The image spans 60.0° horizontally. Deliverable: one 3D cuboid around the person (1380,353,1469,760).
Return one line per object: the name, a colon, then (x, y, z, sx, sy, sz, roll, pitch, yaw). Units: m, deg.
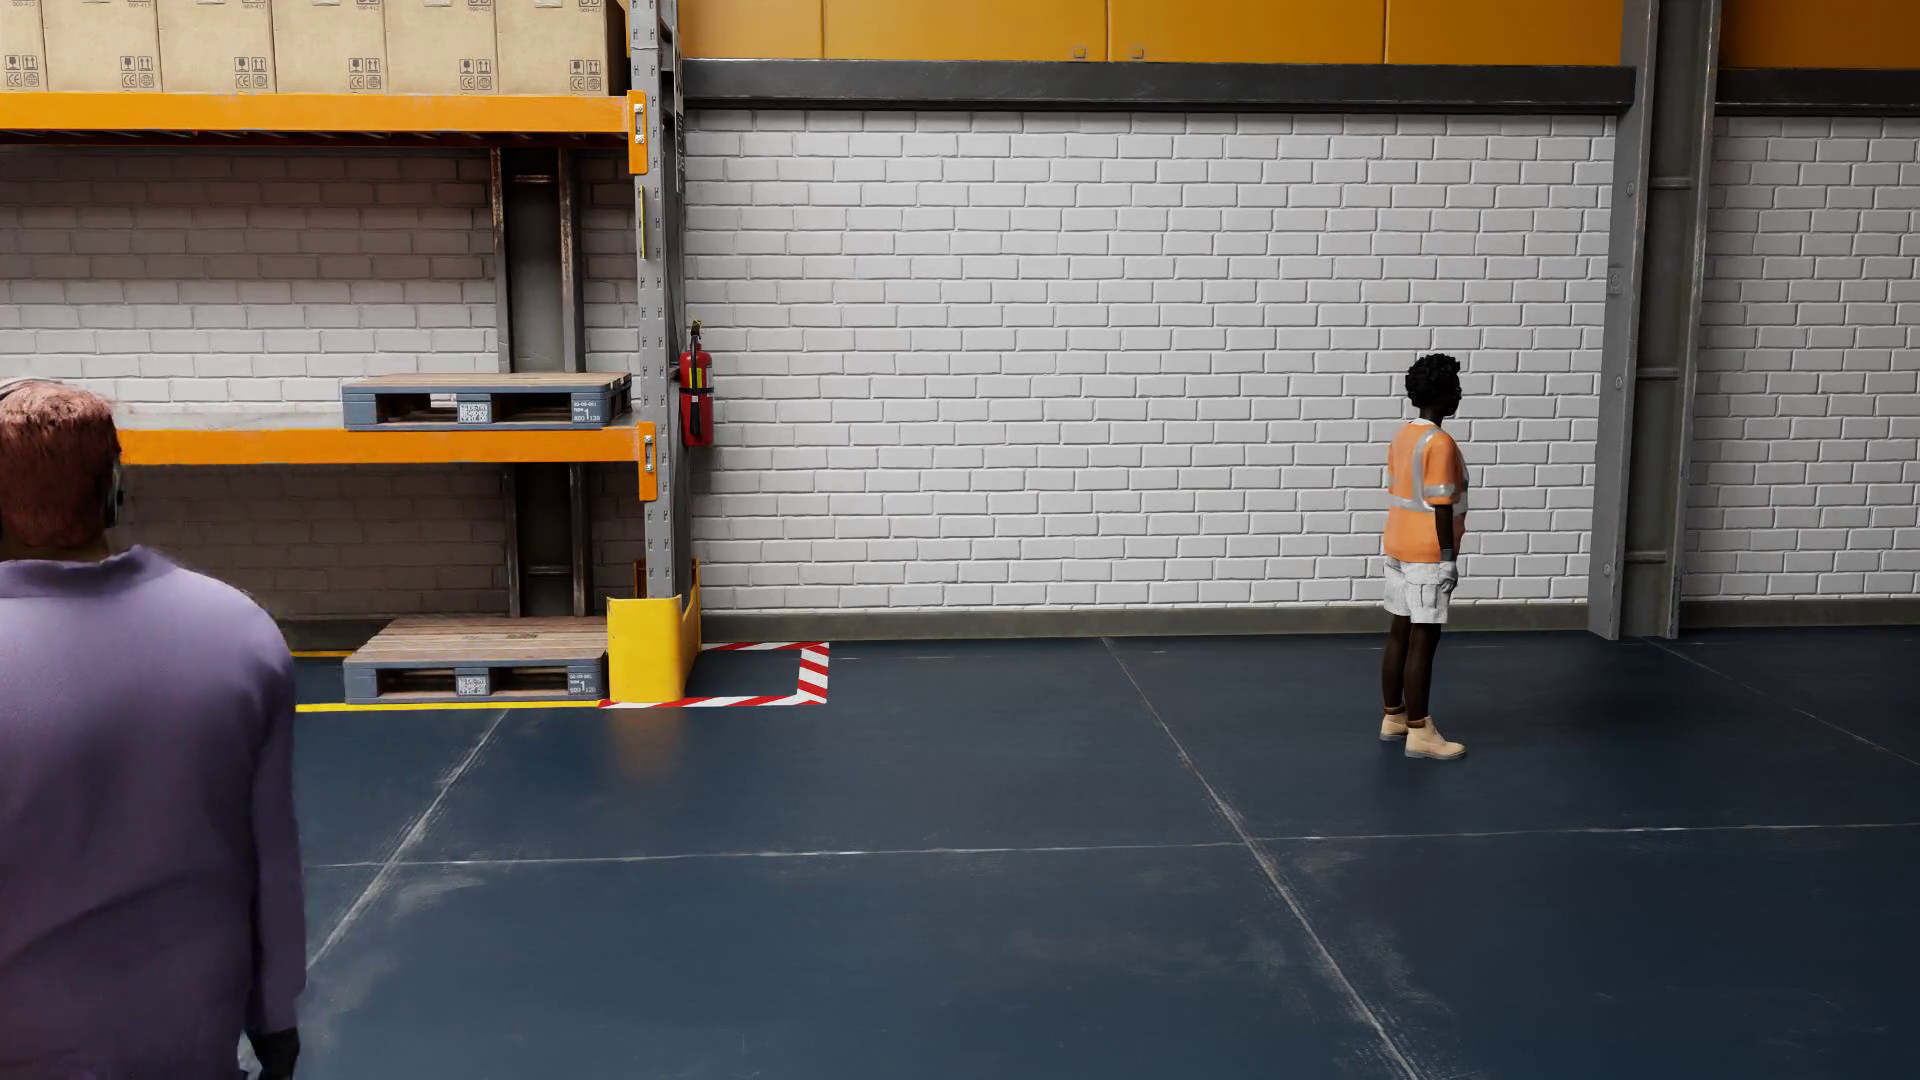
person: (1.966, 0.064, 7.031, 0.320, 1.698, 0.531, -1, 9, -6)

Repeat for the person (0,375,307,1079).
person: (-1.178, 0.719, 2.329, 0.717, 1.891, 0.655, 6, 11, 32)
